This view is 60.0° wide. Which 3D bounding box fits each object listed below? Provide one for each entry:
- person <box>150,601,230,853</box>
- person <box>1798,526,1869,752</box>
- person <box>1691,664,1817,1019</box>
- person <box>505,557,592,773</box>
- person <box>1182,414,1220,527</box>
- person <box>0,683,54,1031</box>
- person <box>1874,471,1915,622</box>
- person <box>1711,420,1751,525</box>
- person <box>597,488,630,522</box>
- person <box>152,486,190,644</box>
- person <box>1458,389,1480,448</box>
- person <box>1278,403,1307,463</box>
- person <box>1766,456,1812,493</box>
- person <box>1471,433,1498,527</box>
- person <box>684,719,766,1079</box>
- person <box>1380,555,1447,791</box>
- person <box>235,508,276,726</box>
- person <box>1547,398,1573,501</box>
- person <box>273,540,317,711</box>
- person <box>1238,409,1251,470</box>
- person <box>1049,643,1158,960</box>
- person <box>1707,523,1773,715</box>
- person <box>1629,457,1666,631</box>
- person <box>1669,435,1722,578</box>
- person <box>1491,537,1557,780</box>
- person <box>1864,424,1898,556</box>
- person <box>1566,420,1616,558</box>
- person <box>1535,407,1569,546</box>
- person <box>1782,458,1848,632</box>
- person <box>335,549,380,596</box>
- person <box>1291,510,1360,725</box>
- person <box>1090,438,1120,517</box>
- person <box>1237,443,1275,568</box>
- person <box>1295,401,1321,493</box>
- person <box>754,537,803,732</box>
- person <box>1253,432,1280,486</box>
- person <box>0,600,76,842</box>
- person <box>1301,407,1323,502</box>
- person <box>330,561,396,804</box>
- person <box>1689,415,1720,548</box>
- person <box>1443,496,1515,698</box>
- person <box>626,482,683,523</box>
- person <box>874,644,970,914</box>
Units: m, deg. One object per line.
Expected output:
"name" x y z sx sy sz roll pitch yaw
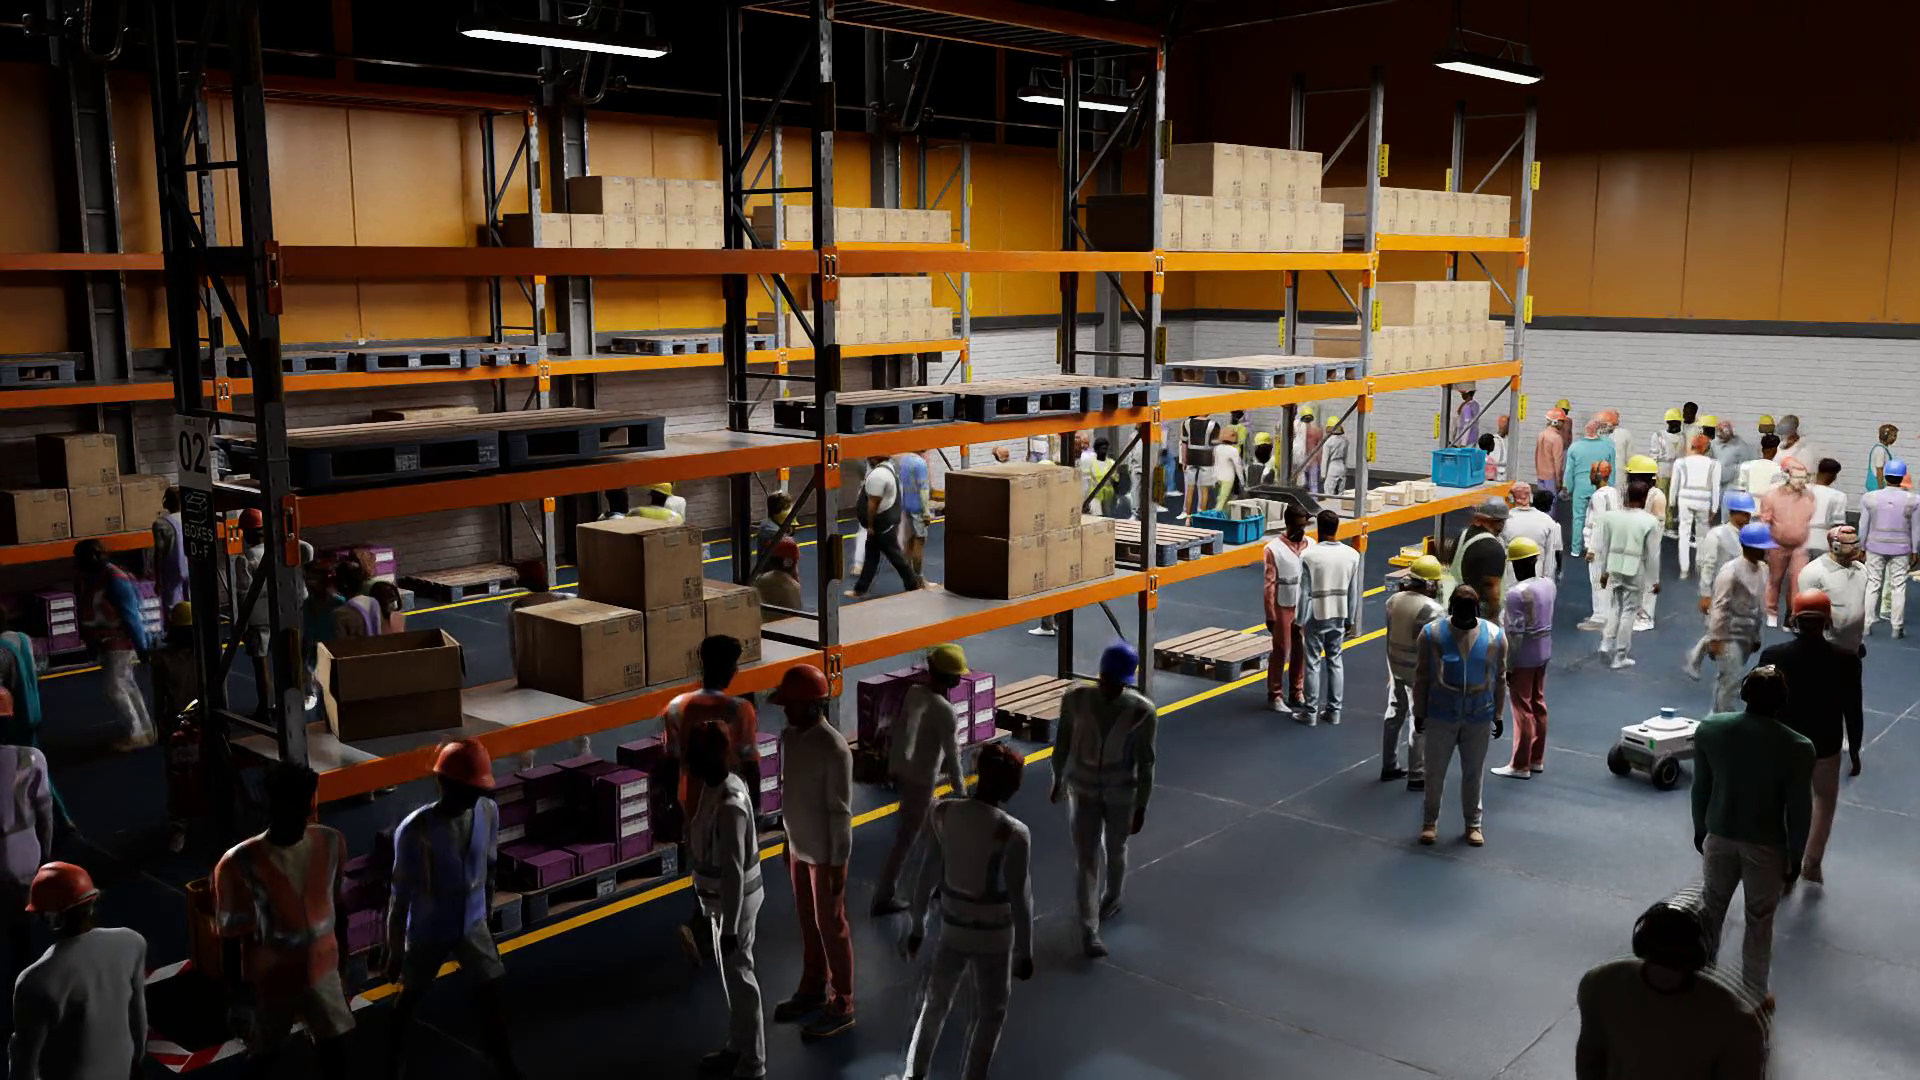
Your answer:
"person" -5.318 1.280 11.530 0.484 1.745 0.298 -6 11 -31
"person" 7.221 0.827 13.734 0.646 1.913 0.409 -3 10 -17
"person" 4.246 1.618 8.969 0.627 1.933 0.369 9 13 44
"person" -3.133 1.033 12.731 0.630 1.845 0.558 -1 10 -7
"person" 3.691 -1.190 25.433 0.613 2.031 0.410 5 11 28
"person" -5.011 1.673 8.662 0.562 1.913 0.457 -5 11 -26
"person" 10.497 0.071 18.755 0.601 1.739 0.373 -2 10 -12
"person" 10.669 -0.733 23.220 0.739 1.859 0.673 -2 10 -11
"person" -3.355 0.390 16.314 0.392 1.922 0.593 -8 12 -39
"person" -7.819 0.372 16.685 0.348 1.836 0.517 8 12 39
"person" 8.676 -1.708 28.482 0.395 2.040 0.609 6 11 31
"person" 5.224 -1.262 26.310 0.357 1.880 0.576 -7 12 -36
"person" 9.951 -0.145 20.022 0.559 1.746 0.332 1 10 5
"person" 7.284 -0.634 23.086 0.318 1.700 0.534 -1 10 -6
"person" -1.144 1.786 8.130 0.363 1.876 0.576 -2 10 -14
"person" 3.533 1.019 12.869 0.412 1.822 0.593 -5 11 -27
"person" -6.129 0.672 14.614 0.385 1.929 0.543 5 11 27
"person" 10.182 -1.527 28.251 0.524 1.761 0.338 -3 10 -19
"person" -6.086 0.625 15.101 0.513 1.861 0.326 2 10 11
"person" 5.386 -2.048 31.745 0.318 1.630 0.513 6 11 32
"person" 0.840 1.491 9.899 0.657 1.868 0.989 2 10 11
"person" 6.529 0.795 13.953 0.651 1.921 0.542 -6 11 -32
"person" 7.529 0.043 18.364 0.369 1.928 0.586 -1 10 -7
"person" 9.541 -0.455 21.619 0.593 1.831 0.960 4 10 23
"person" 4.440 0.929 13.112 0.588 1.916 0.394 -8 13 -40
"person" 12.704 -0.685 22.980 0.345 1.839 0.506 4 10 24
"person" 8.650 -0.693 22.832 0.642 1.905 0.399 5 11 26
"person" 8.480 -0.911 23.865 0.388 1.990 0.622 -2 10 -9
"person" 9.384 0.043 18.388 0.746 1.922 0.757 7 12 37
"person" -5.202 0.852 14.537 0.510 1.593 0.870 3 10 16
"person" 3.215 0.686 14.608 0.598 1.906 0.414 -4 10 -21
"person" 1.928 -0.589 22.979 0.540 1.676 0.816 -3 10 -19
"person" 4.022 -0.461 22.173 0.850 1.655 0.549 -9 13 -44
"person" 5.923 -1.739 28.860 0.640 1.984 0.644 9 13 44
"person" -1.543 0.835 14.195 0.545 1.733 0.579 -7 12 -36
"person" 4.163 -0.596 22.679 0.333 1.760 0.568 -7 12 -35
"person" -6.442 1.268 11.402 0.493 1.816 0.553 1 10 4
"person" 5.501 -1.231 26.453 0.532 1.767 0.328 -1 10 -8
"person" -4.535 1.063 12.586 0.353 1.834 0.518 3 10 19
"person" 10.579 -0.831 23.640 0.518 1.905 0.606 2 10 13
"person" 4.696 0.547 15.018 0.985 2.000 0.688 -1 10 -7
"person" -3.169 0.294 17.101 0.611 1.860 0.841 1 10 5
"person" -0.196 1.484 10.391 0.794 1.701 0.534 -5 11 -27
